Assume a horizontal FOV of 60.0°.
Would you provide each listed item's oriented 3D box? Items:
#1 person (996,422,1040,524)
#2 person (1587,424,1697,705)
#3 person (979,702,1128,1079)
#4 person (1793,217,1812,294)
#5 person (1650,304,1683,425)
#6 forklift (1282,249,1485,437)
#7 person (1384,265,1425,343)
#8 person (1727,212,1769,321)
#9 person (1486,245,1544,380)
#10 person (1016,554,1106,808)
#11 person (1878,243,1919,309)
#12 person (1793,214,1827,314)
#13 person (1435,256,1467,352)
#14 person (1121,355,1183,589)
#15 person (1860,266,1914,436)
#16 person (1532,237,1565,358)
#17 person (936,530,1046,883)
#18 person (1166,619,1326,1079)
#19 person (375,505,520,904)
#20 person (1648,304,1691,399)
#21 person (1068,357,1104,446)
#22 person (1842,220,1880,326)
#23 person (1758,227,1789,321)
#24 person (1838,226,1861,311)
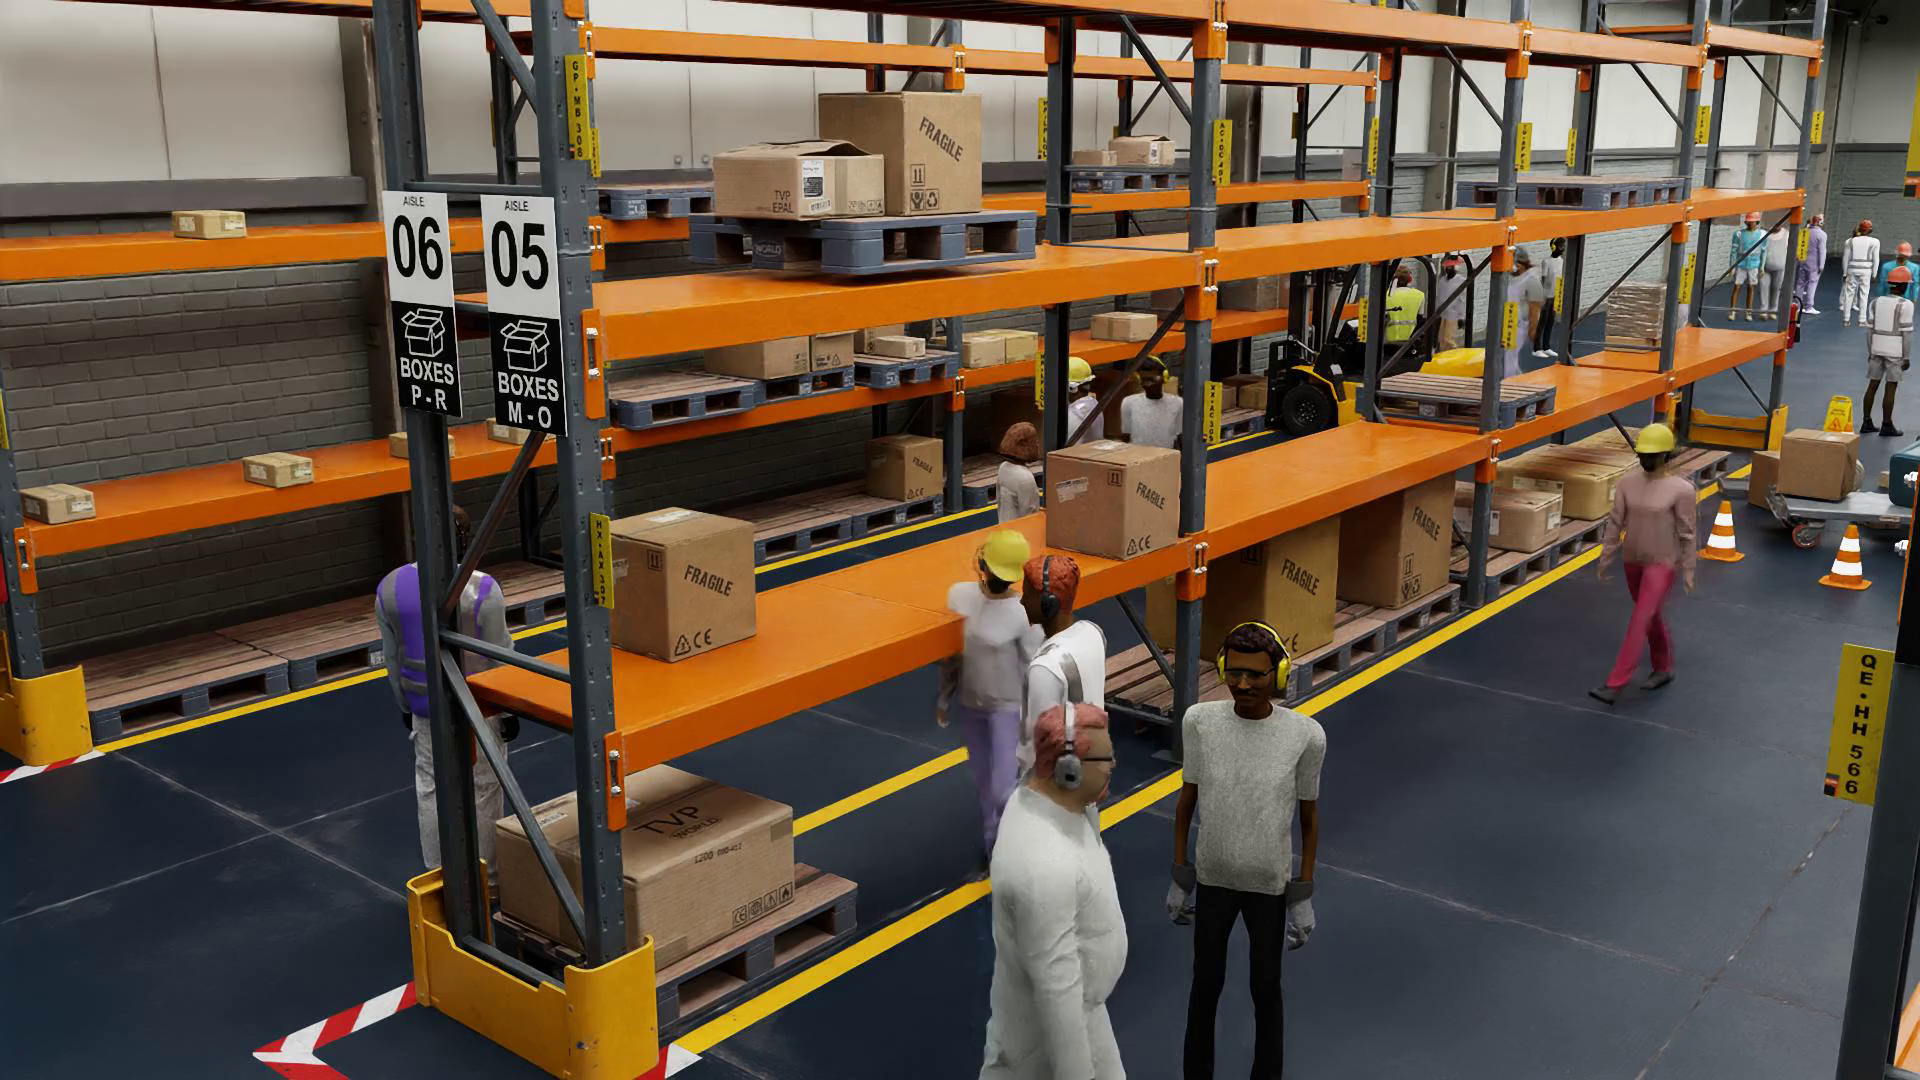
[{"bbox_3d":[0.387,0.049,10.710,0.281,1.634,0.498,-5,15,-20],"label":"person"},{"bbox_3d":[4.159,0.142,10.139,0.923,1.714,0.545,-8,16,-31],"label":"person"},{"bbox_3d":[0.312,1.366,4.892,1.013,1.854,0.670,2,14,8],"label":"person"},{"bbox_3d":[18.269,-6.119,35.823,0.286,1.633,0.499,-4,14,-17],"label":"person"},{"bbox_3d":[8.296,-2.206,19.419,0.329,1.865,0.509,8,16,29],"label":"person"},{"bbox_3d":[4.886,-2.214,18.767,2.313,2.155,1.214,11,18,38],"label":"forklift"},{"bbox_3d":[5.381,-2.425,20.351,0.569,1.840,0.374,-1,14,-4],"label":"person"},{"bbox_3d":[14.486,-5.040,30.589,0.611,2.040,0.393,5,15,21],"label":"person"},{"bbox_3d":[7.226,-2.843,21.644,0.766,2.000,0.694,-5,15,-20],"label":"person"},{"bbox_3d":[0.382,0.966,6.476,0.359,1.880,0.575,6,15,24],"label":"person"},{"bbox_3d":[15.040,-3.902,26.673,0.569,1.698,0.913,5,15,20],"label":"person"},{"bbox_3d":[16.378,-5.304,31.965,0.399,1.900,0.644,-4,14,-17],"label":"person"},{"bbox_3d":[6.993,-3.226,23.818,0.360,1.742,0.582,-5,15,-21],"label":"person"},{"bbox_3d":[1.445,-0.464,12.363,0.540,1.844,0.427,0,14,-1],"label":"person"},{"bbox_3d":[10.670,-2.158,19.073,0.376,1.934,0.556,-6,15,-23],"label":"person"},{"bbox_3d":[9.141,-3.753,25.732,0.510,1.861,0.327,-11,17,-37],"label":"person"},{"bbox_3d":[0.153,0.780,7.566,0.547,1.733,0.325,11,18,38],"label":"person"},{"bbox_3d":[0.954,1.173,5.647,0.511,1.872,0.328,4,14,17],"label":"person"},{"bbox_3d":[-2.255,0.739,7.473,0.626,1.844,0.429,3,14,12],"label":"person"},{"bbox_3d":[9.202,-2.643,21.619,0.789,1.657,0.532,-2,14,-7],"label":"person"},{"bbox_3d":[0.859,-0.440,12.316,0.403,1.828,0.597,5,15,19],"label":"person"},{"bbox_3d":[16.156,-4.779,29.853,0.574,1.883,0.356,12,18,40],"label":"person"},{"bbox_3d":[14.978,-5.050,30.628,0.743,2.000,1.005,6,15,24],"label":"person"},{"bbox_3d":[17.449,-5.298,32.467,0.511,1.640,0.308,-1,14,-5],"label":"person"}]
